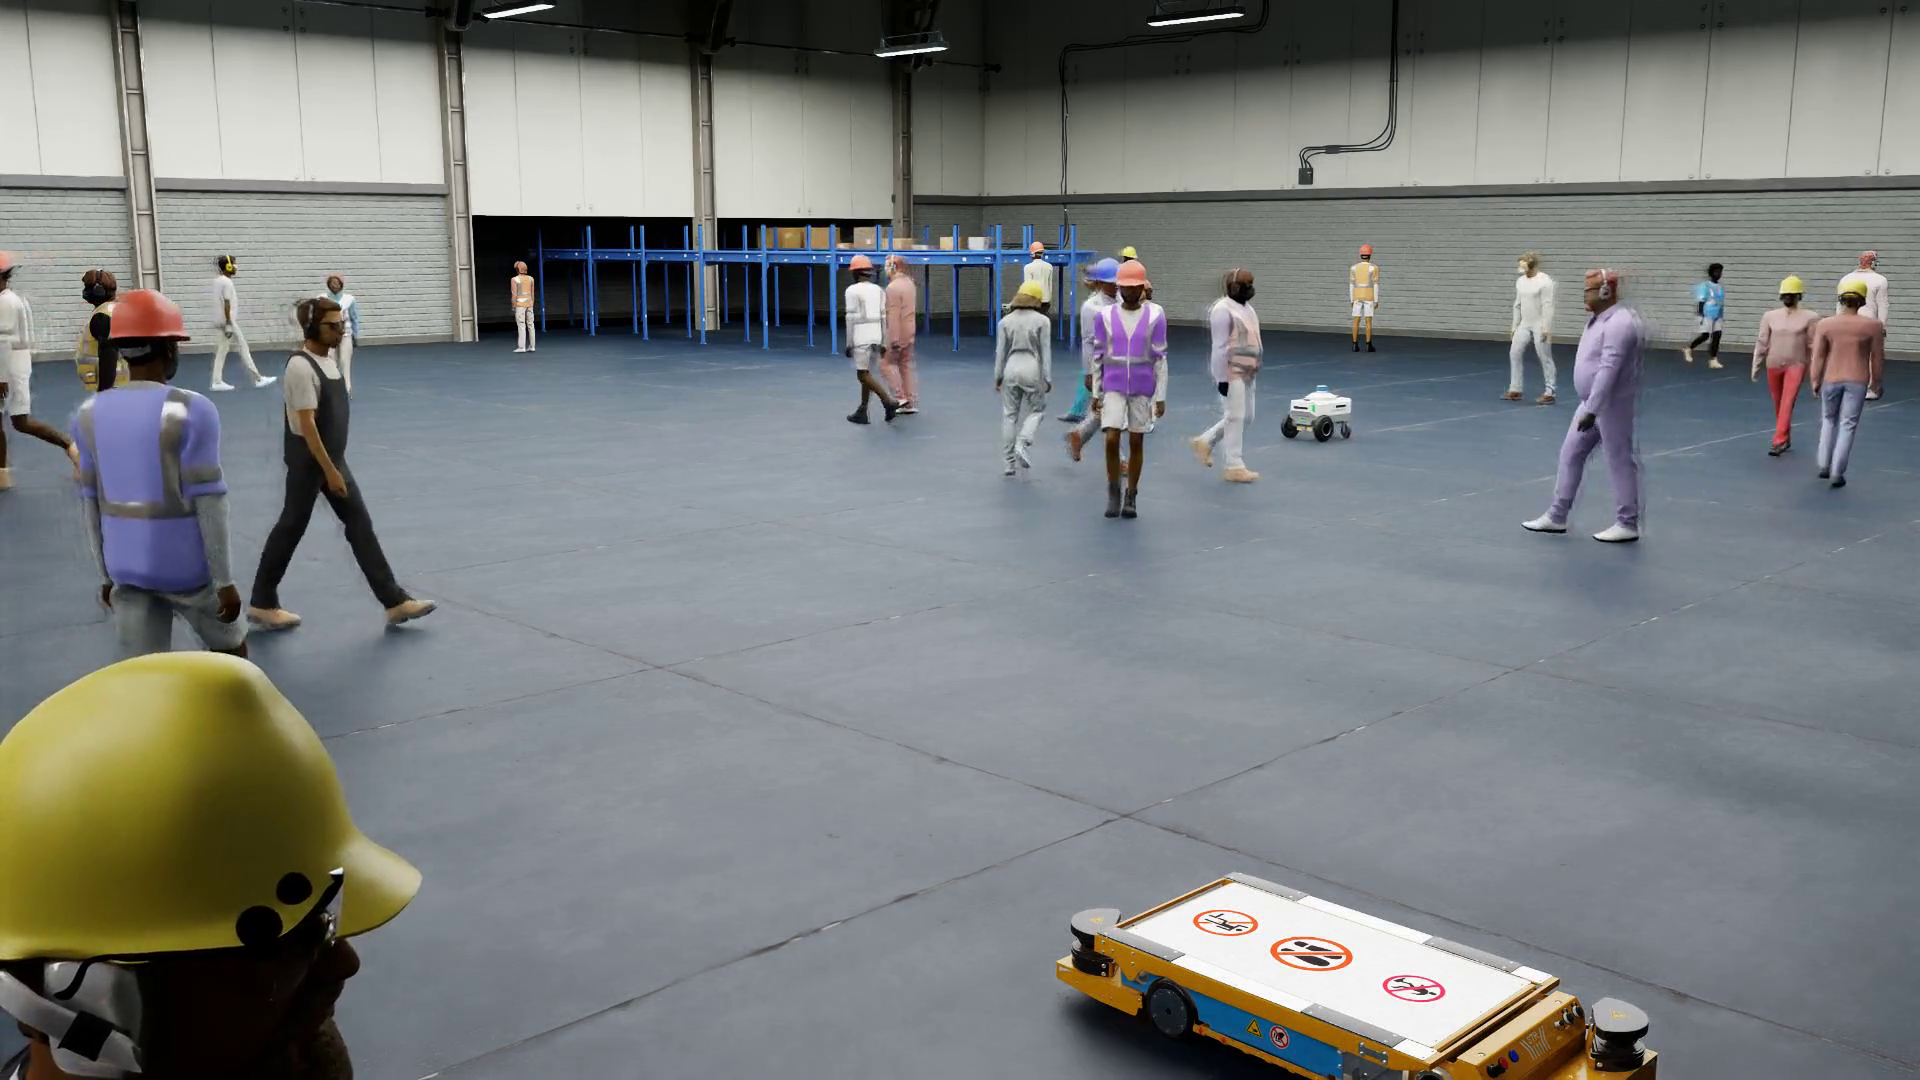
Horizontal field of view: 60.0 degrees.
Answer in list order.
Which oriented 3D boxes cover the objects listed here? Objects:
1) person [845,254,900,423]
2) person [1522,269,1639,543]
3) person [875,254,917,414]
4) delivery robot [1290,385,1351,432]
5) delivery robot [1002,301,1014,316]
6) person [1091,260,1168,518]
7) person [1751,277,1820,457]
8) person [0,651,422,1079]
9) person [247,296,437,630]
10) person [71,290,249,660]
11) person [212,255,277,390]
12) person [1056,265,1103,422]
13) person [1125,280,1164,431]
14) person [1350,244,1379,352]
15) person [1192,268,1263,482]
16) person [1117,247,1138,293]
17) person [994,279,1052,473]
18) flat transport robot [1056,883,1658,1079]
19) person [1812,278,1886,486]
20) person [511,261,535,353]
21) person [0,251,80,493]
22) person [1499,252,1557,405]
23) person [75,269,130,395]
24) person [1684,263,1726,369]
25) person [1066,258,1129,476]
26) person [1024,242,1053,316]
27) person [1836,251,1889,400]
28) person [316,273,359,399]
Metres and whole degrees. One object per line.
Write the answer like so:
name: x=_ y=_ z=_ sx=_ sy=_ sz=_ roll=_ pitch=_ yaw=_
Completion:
person: x=-0.977 y=-2.243 z=18.637 sx=0.791 sy=1.907 sz=0.548 roll=9 pitch=13 yaw=39
person: x=4.348 y=-0.920 z=11.506 sx=0.857 sy=1.871 sz=0.661 roll=0 pitch=10 yaw=1
person: x=-0.747 y=-2.434 z=19.732 sx=0.458 sy=1.890 sz=0.642 roll=4 pitch=11 yaw=22
delivery robot: x=3.792 y=-1.383 z=17.483 sx=0.707 sy=0.478 sz=0.477 roll=-10 pitch=14 yaw=-42
delivery robot: x=1.414 y=-5.863 z=41.916 sx=0.707 sy=0.478 sz=0.477 roll=-7 pitch=13 yaw=-33
person: x=1.257 y=-1.103 z=12.363 sx=0.570 sy=1.919 sz=0.649 roll=1 pitch=10 yaw=6
person: x=7.972 y=-1.681 z=16.077 sx=0.537 sy=1.713 sz=0.932 roll=9 pitch=14 yaw=40
person: x=-0.556 y=0.977 z=1.267 sx=0.403 sy=1.830 sz=0.599 roll=-2 pitch=11 yaw=-11
person: x=-3.402 y=-0.399 z=8.906 sx=1.029 sy=1.793 sz=0.512 roll=1 pitch=10 yaw=5
person: x=-2.793 y=0.083 z=5.903 sx=0.587 sy=1.917 sz=0.535 roll=2 pitch=11 yaw=9
person: x=-9.942 y=-2.987 z=22.901 sx=0.862 sy=1.833 sz=0.562 roll=-8 pitch=13 yaw=-38
person: x=1.581 y=-2.218 z=18.832 sx=0.871 sy=1.791 sz=0.632 roll=0 pitch=10 yaw=-2
person: x=1.958 y=-2.000 z=18.026 sx=0.512 sy=1.642 sz=0.311 roll=6 pitch=12 yaw=30
person: x=7.390 y=-4.419 z=30.392 sx=0.546 sy=1.942 sz=0.348 roll=7 pitch=12 yaw=32
person: x=2.327 y=-1.441 z=14.455 sx=0.613 sy=1.829 sz=0.623 roll=7 pitch=13 yaw=34
person: x=3.001 y=-4.350 z=30.124 sx=0.459 sy=1.904 sz=0.626 roll=5 pitch=12 yaw=27
person: x=0.575 y=-1.455 z=14.838 sx=0.571 sy=1.714 sz=0.411 roll=4 pitch=11 yaw=23
flat transport robot: x=1.002 y=1.205 z=4.401 sx=0.652 sy=0.197 sz=1.431 roll=-10 pitch=14 yaw=-44
person: x=7.561 y=-1.342 z=14.152 sx=0.532 sy=1.748 sz=0.604 roll=9 pitch=14 yaw=40
person: x=-7.904 y=-4.214 z=30.099 sx=0.308 sy=1.641 sz=0.514 roll=7 pitch=12 yaw=32
person: x=-7.772 y=-1.403 z=13.773 sx=0.882 sy=2.009 sz=0.608 roll=-7 pitch=13 yaw=-34
person: x=7.195 y=-2.667 z=21.000 sx=0.679 sy=1.896 sz=0.635 roll=-5 pitch=11 yaw=-25
person: x=-6.818 y=-1.236 z=13.311 sx=0.429 sy=1.844 sz=0.627 roll=-4 pitch=11 yaw=-20
person: x=11.989 y=-3.599 z=26.643 sx=0.535 sy=1.679 sz=0.603 roll=-4 pitch=11 yaw=-22
person: x=1.257 y=-1.550 z=14.828 sx=0.774 sy=1.916 sz=0.622 roll=10 pitch=14 yaw=43
person: x=1.333 y=-4.151 z=28.790 sx=0.612 sy=1.995 sz=0.382 roll=-8 pitch=13 yaw=-37
person: x=11.699 y=-2.779 z=21.548 sx=0.409 sy=1.907 sz=0.651 roll=-7 pitch=12 yaw=-32
person: x=-8.013 y=-2.621 z=21.424 sx=0.531 sy=1.623 sz=0.379 roll=-2 pitch=11 yaw=-10
